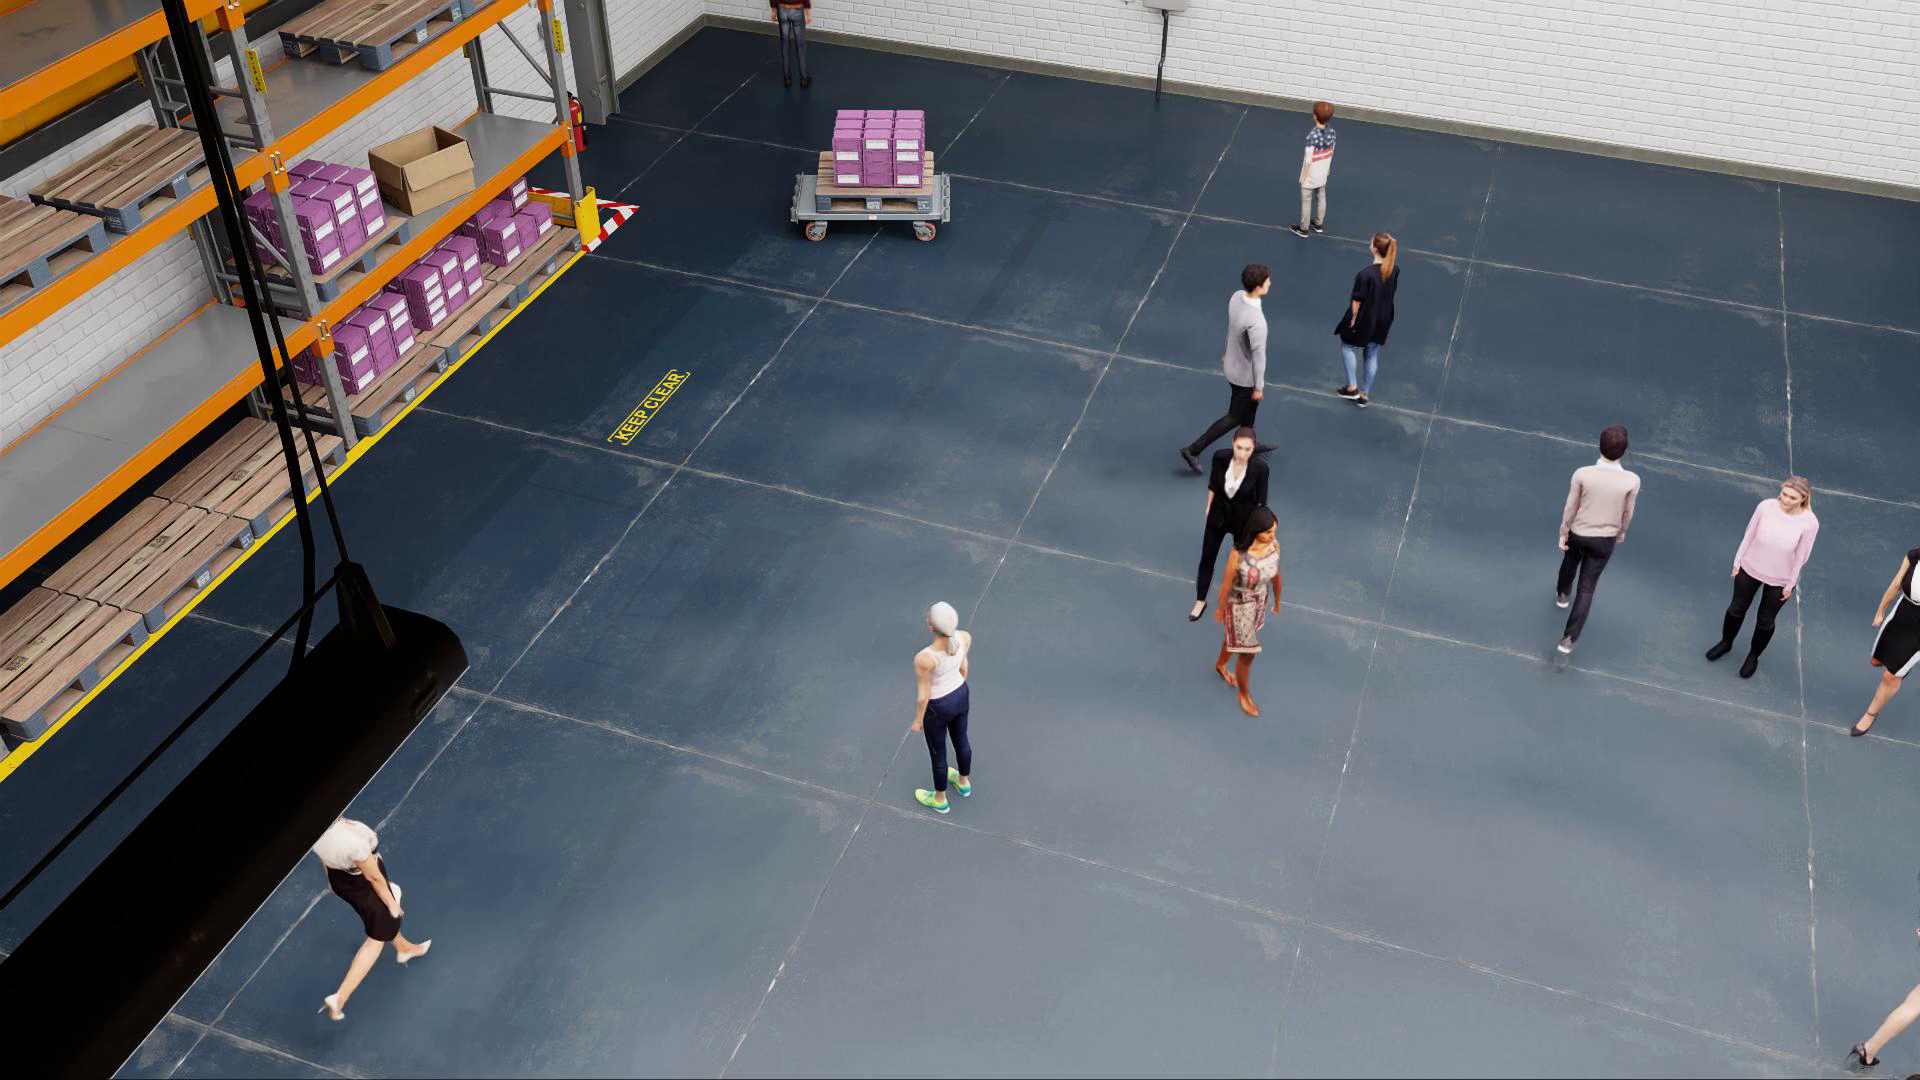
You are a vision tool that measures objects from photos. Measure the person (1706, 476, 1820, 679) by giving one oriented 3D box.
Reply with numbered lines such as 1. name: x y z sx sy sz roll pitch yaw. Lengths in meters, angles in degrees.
1. person: 5.747 0.228 11.831 0.670 1.684 0.661 29 47 31

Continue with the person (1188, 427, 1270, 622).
1. person: 2.076 -0.214 12.430 0.650 1.627 0.997 16 41 19

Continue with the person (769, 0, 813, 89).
1. person: -2.028 -6.304 19.934 0.682 1.778 0.583 6 39 8

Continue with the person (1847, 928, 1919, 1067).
1. person: 5.452 2.312 9.245 1.231 1.655 1.223 -12 40 -14

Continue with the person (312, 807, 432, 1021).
1. person: -3.488 2.061 9.499 0.791 1.729 1.103 23 44 26

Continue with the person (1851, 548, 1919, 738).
1. person: 6.505 0.587 11.307 1.024 1.777 0.894 -24 45 -27

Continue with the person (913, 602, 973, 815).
1. person: -0.093 1.078 10.752 0.613 1.702 0.733 -31 48 -33

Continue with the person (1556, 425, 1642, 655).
1. person: 4.566 0.020 12.022 0.673 1.770 1.209 15 41 18

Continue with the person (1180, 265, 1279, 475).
1. person: 2.240 -1.399 13.671 1.185 1.929 1.246 -7 39 -8

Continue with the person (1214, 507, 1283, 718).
1. person: 1.951 0.409 11.675 0.884 1.597 0.931 -21 43 -24

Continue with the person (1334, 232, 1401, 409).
1. person: 3.614 -1.864 14.460 0.779 1.672 0.833 -11 40 -14

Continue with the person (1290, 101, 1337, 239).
1. person: 3.658 -3.819 17.096 0.566 1.439 0.645 -21 43 -24
